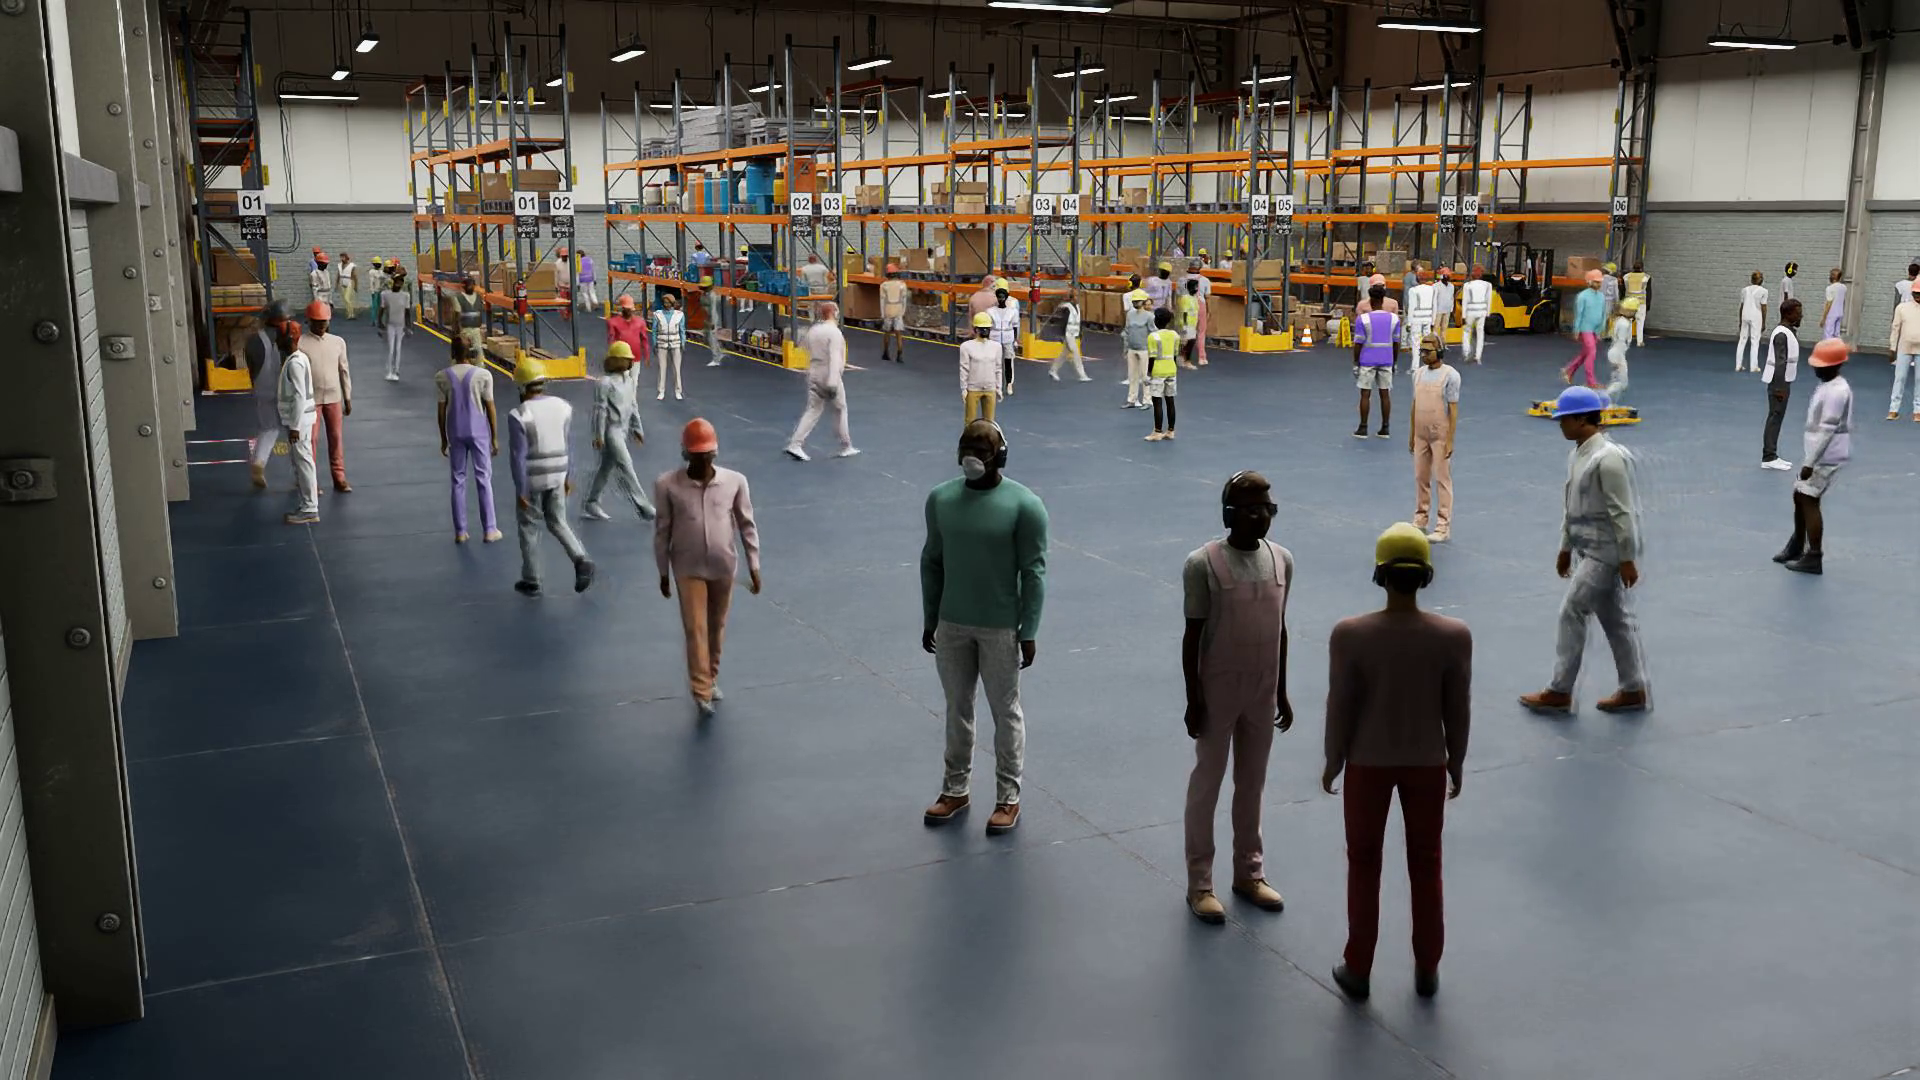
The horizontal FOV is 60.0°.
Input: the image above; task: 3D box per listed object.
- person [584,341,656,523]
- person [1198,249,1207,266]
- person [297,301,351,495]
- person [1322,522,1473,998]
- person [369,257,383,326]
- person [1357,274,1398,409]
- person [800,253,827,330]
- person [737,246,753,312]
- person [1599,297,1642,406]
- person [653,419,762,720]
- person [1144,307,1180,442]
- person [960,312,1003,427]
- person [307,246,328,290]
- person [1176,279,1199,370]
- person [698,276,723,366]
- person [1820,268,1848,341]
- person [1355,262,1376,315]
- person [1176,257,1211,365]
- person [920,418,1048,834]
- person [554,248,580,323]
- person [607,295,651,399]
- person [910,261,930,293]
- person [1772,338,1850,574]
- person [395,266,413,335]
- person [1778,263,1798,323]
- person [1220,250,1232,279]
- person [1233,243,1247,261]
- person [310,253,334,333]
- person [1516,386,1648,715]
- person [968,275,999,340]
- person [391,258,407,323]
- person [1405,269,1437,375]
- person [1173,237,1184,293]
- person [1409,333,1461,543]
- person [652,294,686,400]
[{"bbox_3d":[-3.151,-0.999,15.483,0.949,1.688,0.502,4,12,18],"label":"person"},{"bbox_3d":[7.524,-8.174,51.773,0.313,1.767,0.533,4,12,18],"label":"person"},{"bbox_3d":[-6.550,-1.456,17.078,0.619,1.986,0.409,-11,15,-43],"label":"person"},{"bbox_3d":[1.595,0.810,6.119,0.533,1.765,0.330,0,11,1],"label":"person"},{"bbox_3d":[-14.863,-6.350,42.506,0.326,1.767,0.533,3,12,16],"label":"person"},{"bbox_3d":[6.079,-2.881,24.296,0.611,1.993,0.379,0,11,0],"label":"person"},{"bbox_3d":[-3.610,-6.133,41.065,0.680,1.891,0.423,-2,11,-11],"label":"person"},{"bbox_3d":[-6.251,-7.570,48.312,0.590,1.920,0.390,-4,12,-19],"label":"person"},{"bbox_3d":[9.231,-2.541,23.286,0.480,1.717,0.492,3,12,17],"label":"person"},{"bbox_3d":[-1.443,0.158,9.557,0.582,1.703,0.887,-4,12,-19],"label":"person"},{"bbox_3d":[2.541,-2.082,20.984,0.529,1.697,0.321,-9,14,-39],"label":"person"},{"bbox_3d":[0.243,-1.690,18.823,0.523,1.769,0.309,-5,12,-23],"label":"person"},{"bbox_3d":[-18.116,-7.322,47.006,0.542,1.938,0.358,-2,11,-10],"label":"person"},{"bbox_3d":[4.221,-3.935,30.422,0.361,1.681,0.549,7,13,31],"label":"person"},{"bbox_3d":[-4.710,-4.129,31.371,0.563,1.696,0.527,-8,13,-34],"label":"person"},{"bbox_3d":[16.360,-4.165,31.197,0.504,1.847,0.344,-5,12,-25],"label":"person"},{"bbox_3d":[8.516,-4.870,34.737,0.517,1.865,0.327,4,12,17],"label":"person"},{"bbox_3d":[4.475,-4.367,31.724,0.682,2.000,0.537,5,12,23],"label":"person"},{"bbox_3d":[0.097,0.398,7.767,0.630,1.940,0.372,5,12,25],"label":"person"},{"bbox_3d":[-10.365,-6.704,43.857,0.631,1.940,1.020,-4,12,-20],"label":"person"},{"bbox_3d":[-4.633,-2.576,23.401,0.566,1.726,0.648,-6,13,-28],"label":"person"},{"bbox_3d":[-1.080,-6.932,45.105,0.642,1.909,0.410,-5,12,-23],"label":"person"},{"bbox_3d":[6.901,-0.686,13.395,0.408,1.897,0.663,4,12,19],"label":"person"},{"bbox_3d":[-13.187,-5.666,39.354,0.273,1.636,0.507,10,15,42],"label":"person"},{"bbox_3d":[16.935,-4.739,34.067,0.328,1.865,0.508,4,12,21],"label":"person"},{"bbox_3d":[8.067,-7.845,50.106,0.545,1.759,0.374,-4,12,-19],"label":"person"},{"bbox_3d":[7.977,-7.342,46.907,0.613,2.023,0.801,-4,12,-21],"label":"person"},{"bbox_3d":[-13.586,-5.106,35.520,0.419,2.036,0.601,2,11,10],"label":"person"},{"bbox_3d":[3.610,0.067,9.577,0.876,1.887,0.612,2,11,8],"label":"person"},{"bbox_3d":[0.417,-3.309,26.767,0.719,1.902,0.455,8,13,34],"label":"person"},{"bbox_3d":[-14.179,-6.220,41.870,0.561,1.752,0.324,5,12,23],"label":"person"},{"bbox_3d":[8.216,-3.878,29.639,0.585,1.882,0.337,-4,12,-19],"label":"person"},{"bbox_3d":[7.591,-9.326,56.922,0.607,2.044,0.371,-5,12,-23],"label":"person"},{"bbox_3d":[4.150,-0.900,14.632,0.345,1.840,0.502,-8,13,-34],"label":"person"},{"bbox_3d":[-4.501,-2.987,25.735,0.514,1.639,0.310,-2,11,-8],"label":"person"}]
